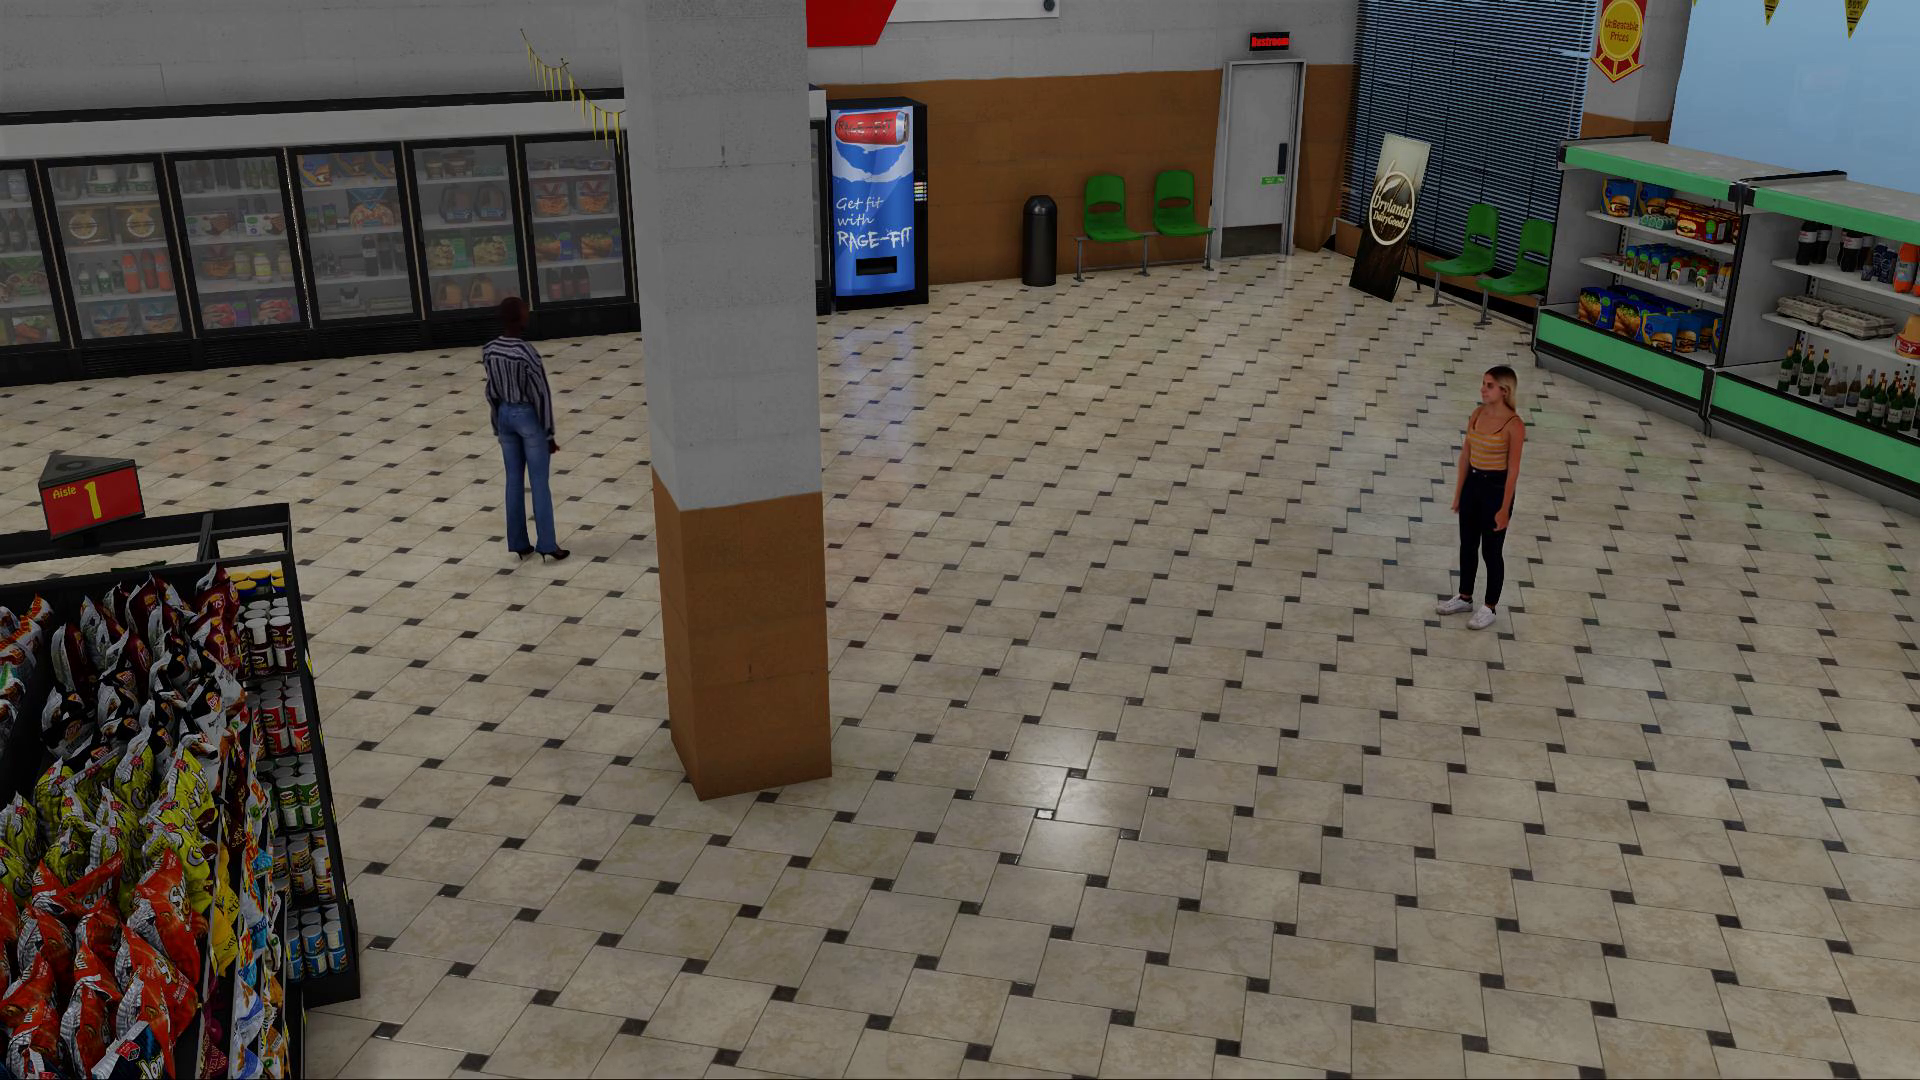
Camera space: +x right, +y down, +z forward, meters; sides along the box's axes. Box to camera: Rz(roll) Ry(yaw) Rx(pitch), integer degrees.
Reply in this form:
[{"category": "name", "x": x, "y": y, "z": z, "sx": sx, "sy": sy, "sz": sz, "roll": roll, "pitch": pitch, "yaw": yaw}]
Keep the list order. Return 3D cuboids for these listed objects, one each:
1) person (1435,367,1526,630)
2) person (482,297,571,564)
[{"category": "person", "x": 3.191, "y": -0.264, "z": 10.066, "sx": 0.657, "sy": 1.627, "sz": 0.484, "roll": -12, "pitch": 25, "yaw": -27}, {"category": "person", "x": -2.879, "y": -0.714, "z": 10.961, "sx": 0.695, "sy": 1.795, "sz": 0.750, "roll": 9, "pitch": 24, "yaw": 22}]
